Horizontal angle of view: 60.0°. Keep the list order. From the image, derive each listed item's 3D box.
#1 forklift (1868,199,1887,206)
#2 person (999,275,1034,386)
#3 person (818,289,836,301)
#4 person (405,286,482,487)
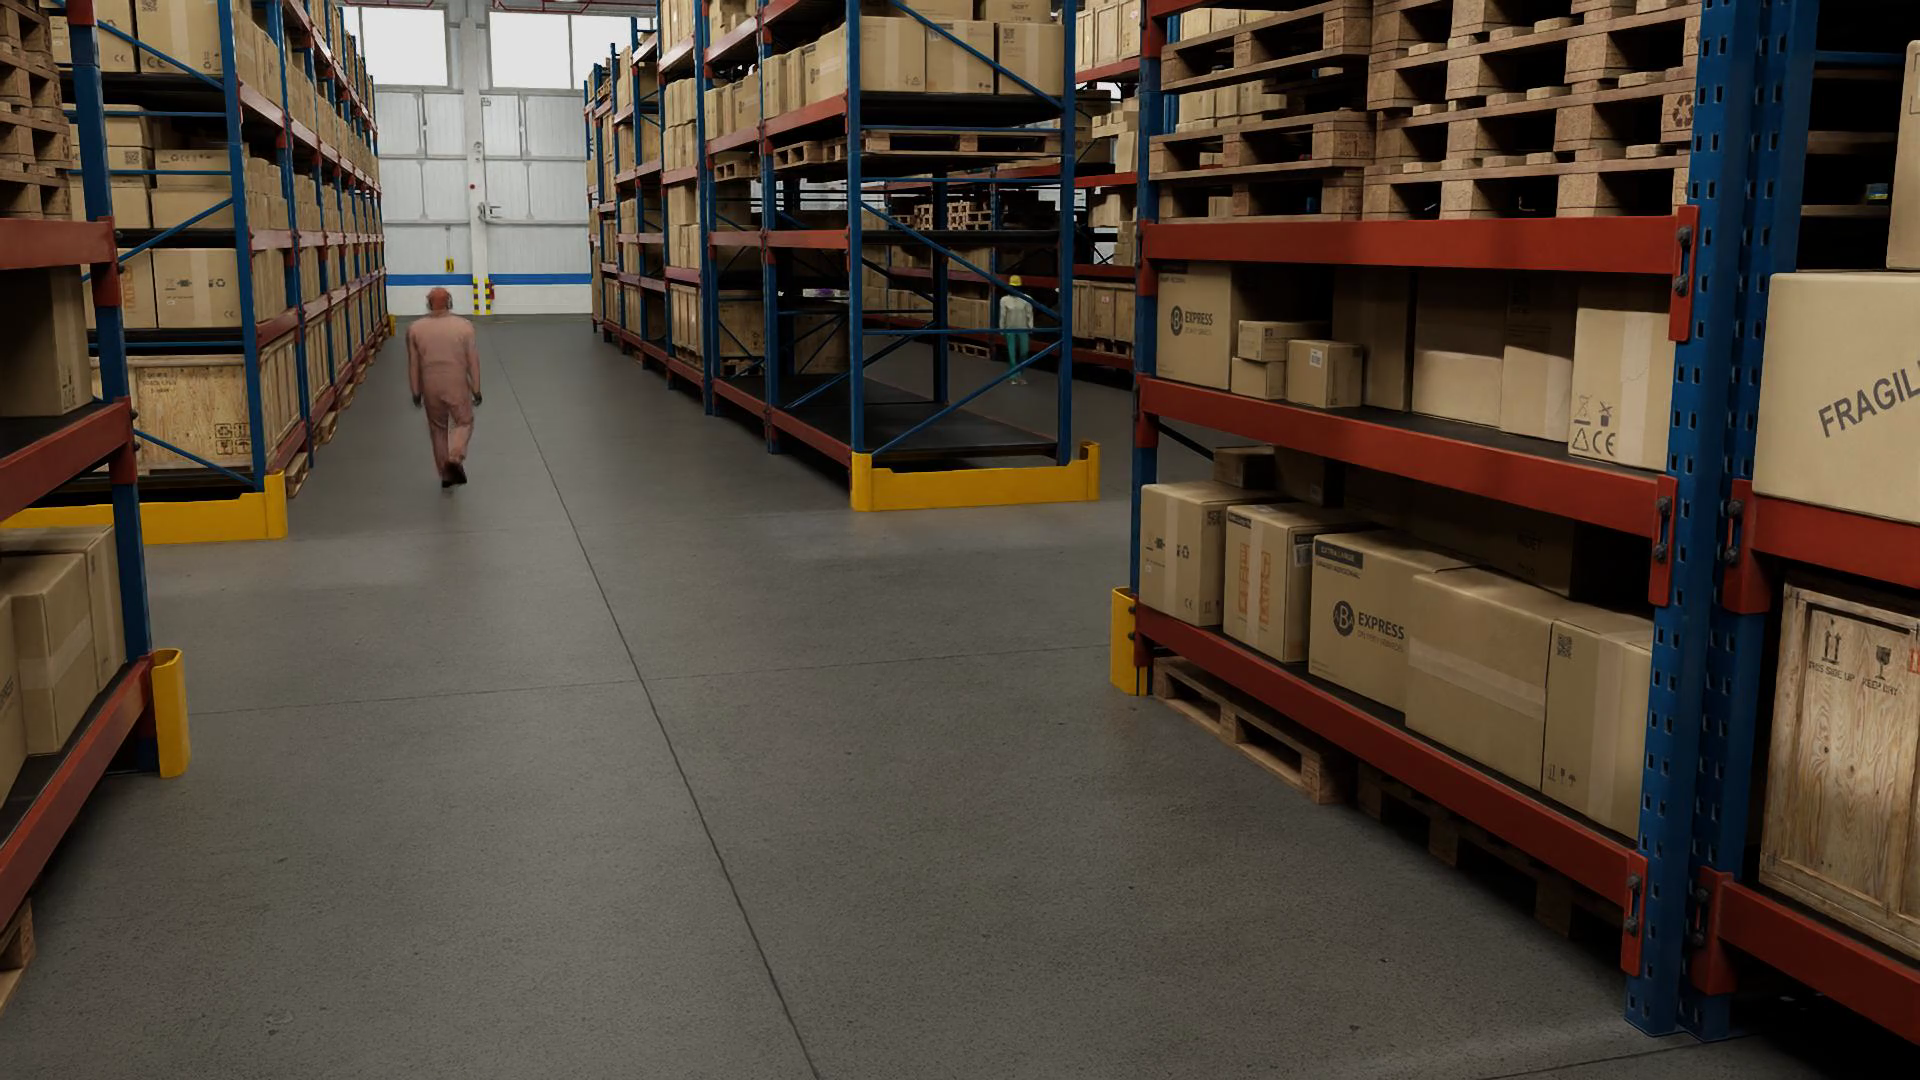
[{"bbox_3d":[11.338,-2.915,21.052,1.129,2.768,1.873,-3,11,-17],"label":"forklift"},{"bbox_3d":[0.894,-3.289,26.193,0.557,1.737,0.749,0,10,-2],"label":"person"},{"bbox_3d":[-3.512,-6.513,43.488,0.582,1.897,0.798,5,12,27],"label":"person"},{"bbox_3d":[-4.830,-1.433,15.617,0.672,1.892,0.416,-1,10,-6],"label":"person"}]
